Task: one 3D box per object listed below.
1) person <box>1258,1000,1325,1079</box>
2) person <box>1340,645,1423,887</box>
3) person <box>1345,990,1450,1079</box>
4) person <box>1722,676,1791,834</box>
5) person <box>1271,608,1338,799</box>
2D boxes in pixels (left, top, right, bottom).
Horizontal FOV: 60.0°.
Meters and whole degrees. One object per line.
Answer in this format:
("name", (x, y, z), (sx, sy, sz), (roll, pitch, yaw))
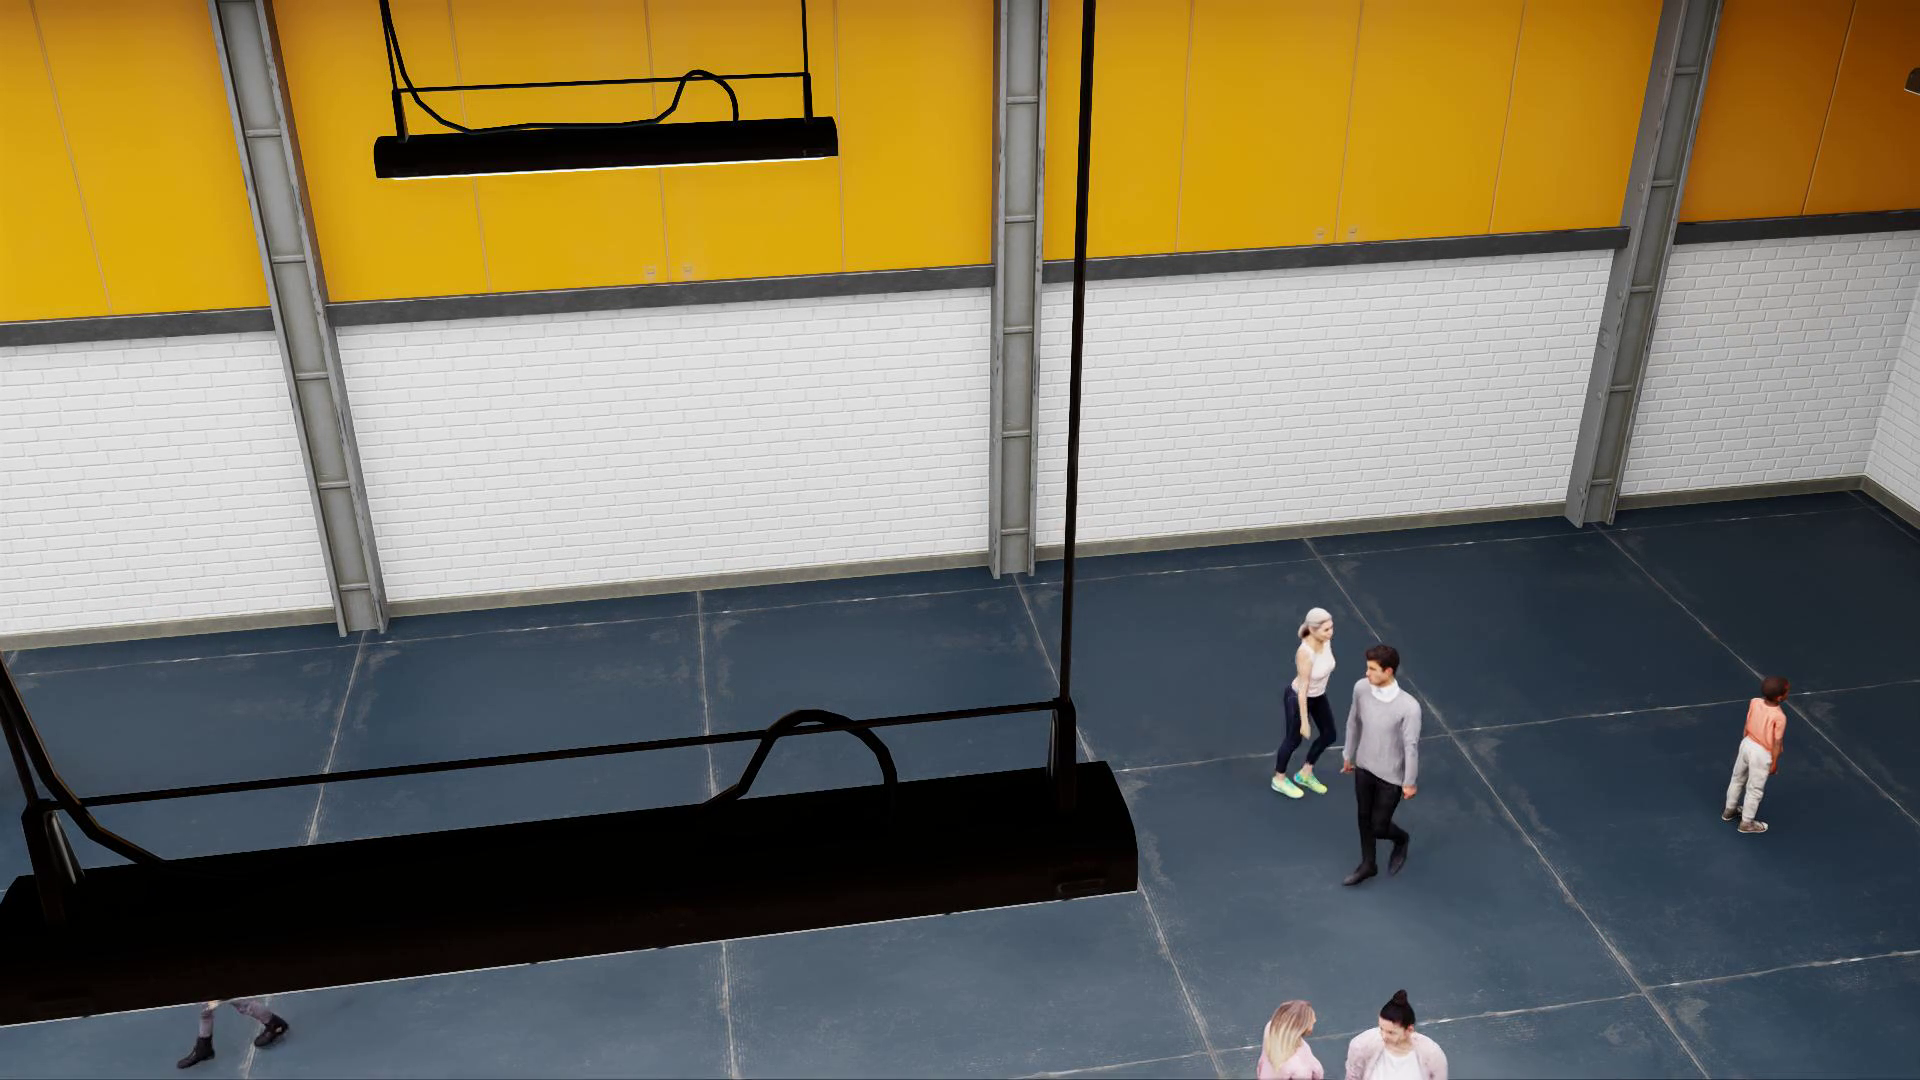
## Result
("person", (1.738, 3.142, 9.036), (0.562, 1.687, 0.619), (-8, 30, -14))
("person", (3.026, 1.567, 11.696), (1.015, 1.905, 0.960), (-21, 35, -34))
("person", (2.335, 3.105, 9.084), (0.836, 1.707, 0.822), (-1, 29, -1))
("person", (5.906, 1.567, 12.316), (0.508, 1.310, 0.508), (-9, 30, -16))
("person", (2.528, 1.209, 12.579), (0.848, 1.689, 0.785), (20, 34, 32))
